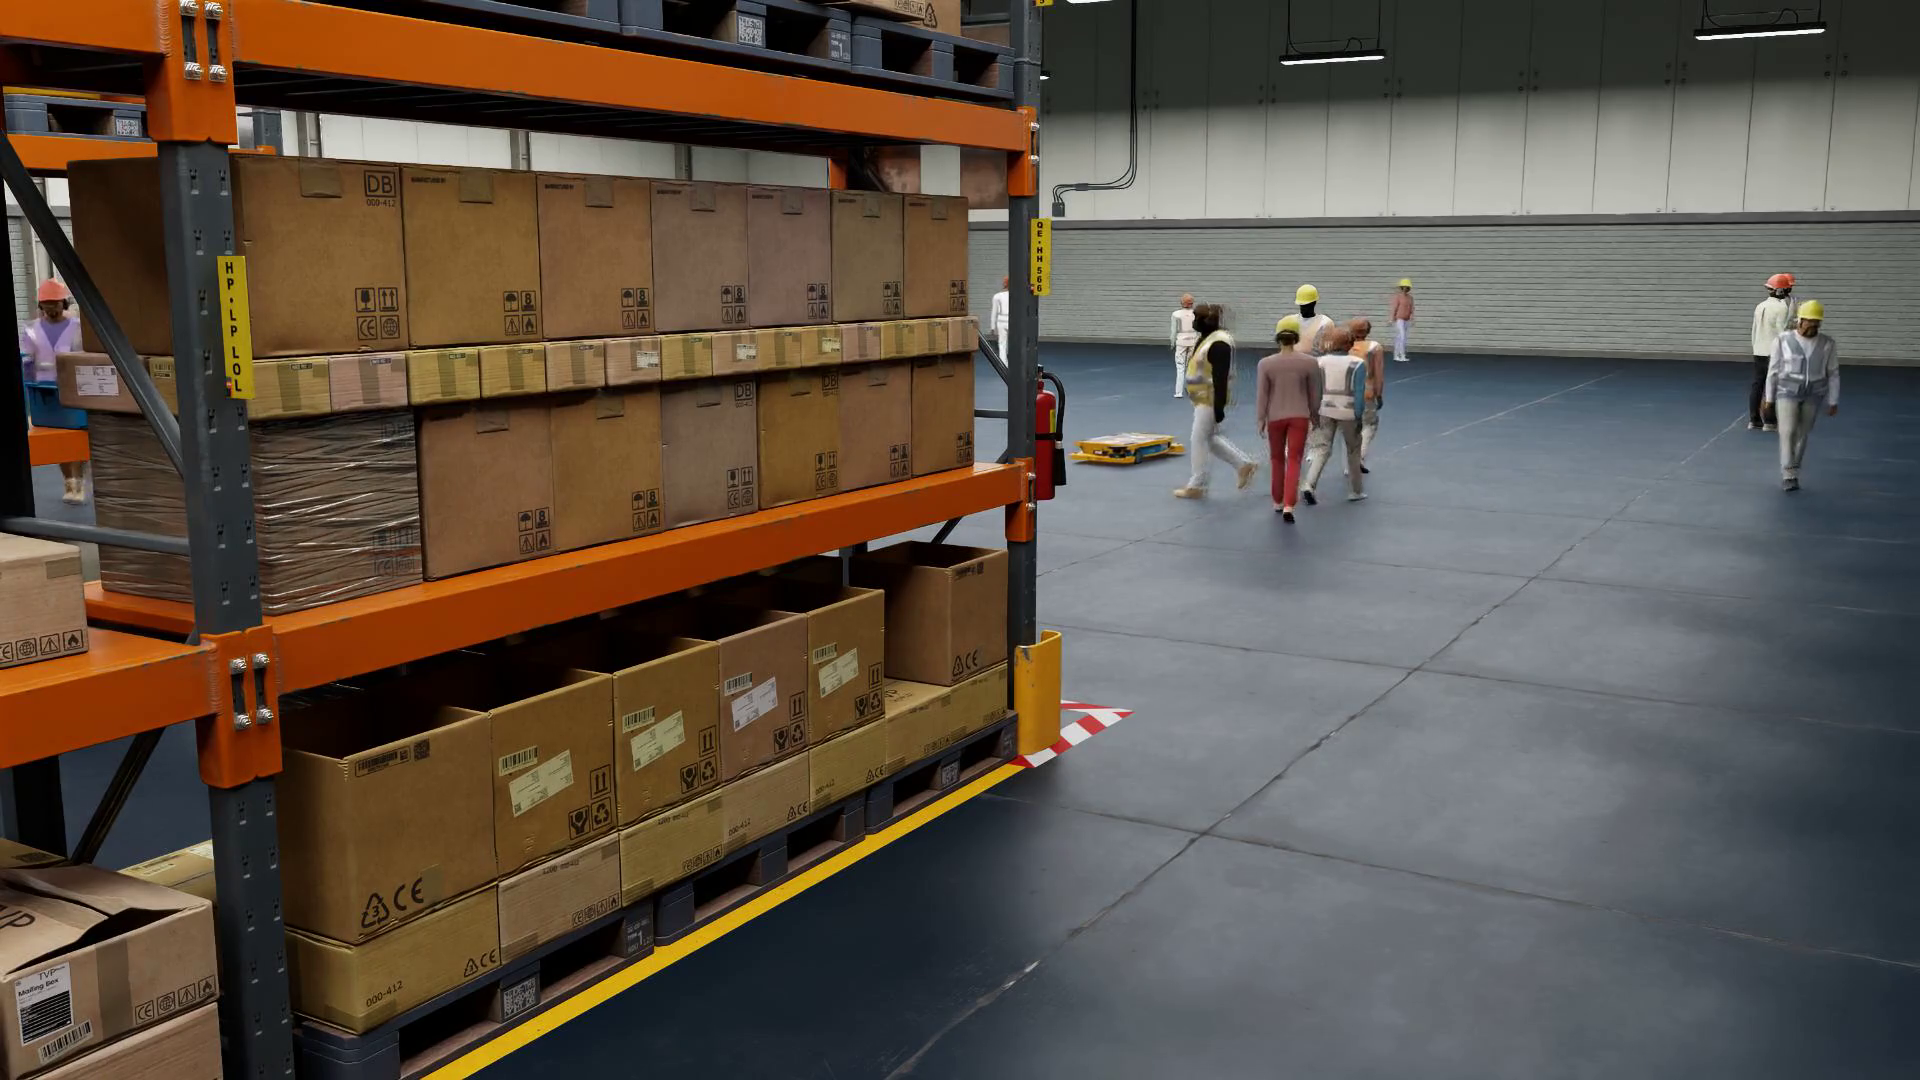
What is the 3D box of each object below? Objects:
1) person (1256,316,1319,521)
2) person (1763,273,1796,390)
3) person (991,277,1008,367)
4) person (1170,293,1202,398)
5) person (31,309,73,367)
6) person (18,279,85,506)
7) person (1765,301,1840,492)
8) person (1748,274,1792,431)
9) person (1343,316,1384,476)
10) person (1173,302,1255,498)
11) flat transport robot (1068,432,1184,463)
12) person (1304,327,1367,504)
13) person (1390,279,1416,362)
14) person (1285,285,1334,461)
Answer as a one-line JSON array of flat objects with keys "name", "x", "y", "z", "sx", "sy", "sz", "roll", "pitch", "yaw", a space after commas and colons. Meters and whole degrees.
[{"name": "person", "x": 2.785, "y": -1.041, "z": 14.165, "sx": 0.518, "sy": 1.724, "sz": 0.911, "roll": 3, "pitch": 10, "yaw": 15}, {"name": "person", "x": 13.633, "y": -3.444, "z": 27.601, "sx": 0.542, "sy": 1.939, "sz": 0.364, "roll": -3, "pitch": 10, "yaw": -18}, {"name": "person", "x": 0.877, "y": -3.970, "z": 30.946, "sx": 0.621, "sy": 1.856, "sz": 0.909, "roll": 1, "pitch": 10, "yaw": 5}, {"name": "person", "x": 3.559, "y": -3.042, "z": 26.115, "sx": 0.513, "sy": 1.642, "sz": 0.313, "roll": 0, "pitch": 10, "yaw": -3}, {"name": "person", "x": -11.979, "y": -2.431, "z": 21.934, "sx": 0.644, "sy": 1.853, "sz": 1.012, "roll": 7, "pitch": 12, "yaw": 37}, {"name": "person", "x": -8.044, "y": -1.295, "z": 14.812, "sx": 0.619, "sy": 2.012, "sz": 0.861, "roll": -2, "pitch": 10, "yaw": -13}, {"name": "person", "x": 7.972, "y": -1.343, "z": 15.692, "sx": 0.614, "sy": 1.796, "sz": 0.868, "roll": 2, "pitch": 10, "yaw": 11}, {"name": "person", "x": 10.389, "y": -2.396, "z": 21.299, "sx": 0.390, "sy": 1.995, "sz": 0.613, "roll": -1, "pitch": 10, "yaw": -8}, {"name": "person", "x": 4.037, "y": -1.453, "z": 16.848, "sx": 0.547, "sy": 1.621, "sz": 0.379, "roll": 7, "pitch": 12, "yaw": 34}, {"name": "person", "x": 2.364, "y": -1.280, "z": 15.295, "sx": 0.723, "sy": 1.818, "sz": 0.641, "roll": -1, "pitch": 10, "yaw": -5}, {"name": "flat transport robot", "x": 1.844, "y": -1.020, "z": 18.288, "sx": 0.652, "sy": 0.197, "sz": 1.431, "roll": 7, "pitch": 12, "yaw": 35}, {"name": "person", "x": 3.389, "y": -1.119, "z": 14.986, "sx": 0.528, "sy": 1.596, "sz": 0.821, "roll": 8, "pitch": 13, "yaw": 40}, {"name": "person", "x": 9.384, "y": -4.614, "z": 35.026, "sx": 0.566, "sy": 1.739, "sz": 0.740, "roll": -6, "pitch": 11, "yaw": -30}, {"name": "person", "x": 3.769, "y": -1.817, "z": 18.136, "sx": 0.585, "sy": 1.917, "sz": 0.380, "roll": 7, "pitch": 12, "yaw": 35}]
